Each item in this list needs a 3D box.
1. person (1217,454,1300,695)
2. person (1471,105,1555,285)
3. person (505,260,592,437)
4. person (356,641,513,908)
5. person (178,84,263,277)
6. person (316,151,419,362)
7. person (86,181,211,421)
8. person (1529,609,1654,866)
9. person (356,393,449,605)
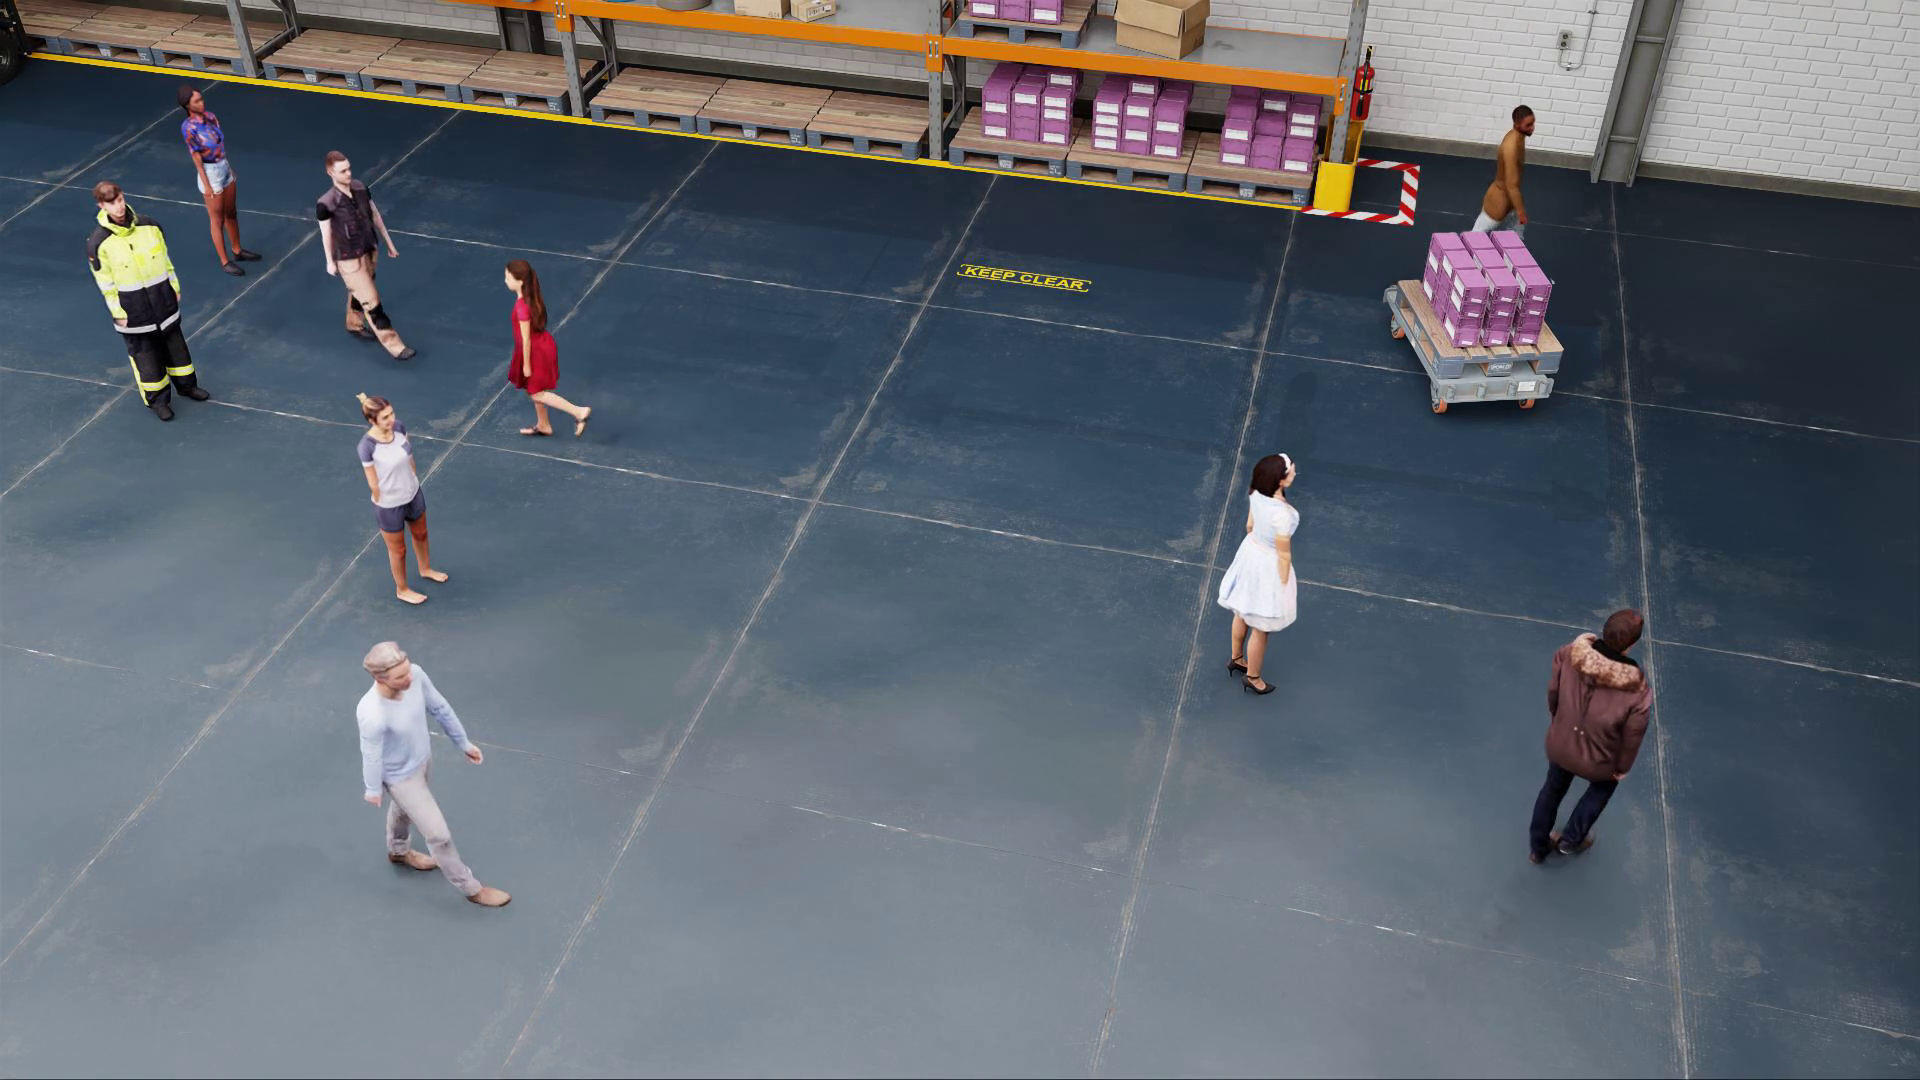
[{"bbox_3d":[1.908,0.219,10.474,0.902,1.811,0.852,-13,40,-16],"label":"person"},{"bbox_3d":[4.605,-2.925,14.449,1.234,1.764,0.806,16,41,19],"label":"person"},{"bbox_3d":[-3.188,-1.436,12.763,0.896,1.540,0.708,-1,39,-1],"label":"person"},{"bbox_3d":[-3.135,1.240,9.171,1.101,1.841,0.648,9,39,11],"label":"person"},{"bbox_3d":[-6.648,-3.229,14.846,0.509,1.742,0.588,8,39,10],"label":"person"},{"bbox_3d":[-5.053,-2.368,13.730,1.219,1.791,0.861,18,42,22],"label":"person"},{"bbox_3d":[-6.377,-1.902,12.992,0.800,1.982,0.854,25,45,28],"label":"person"},{"bbox_3d":[3.441,1.168,9.268,0.970,1.832,0.876,-28,47,-31],"label":"person"},{"bbox_3d":[-3.819,-0.286,11.258,0.574,1.622,0.604,19,42,22],"label":"person"}]
